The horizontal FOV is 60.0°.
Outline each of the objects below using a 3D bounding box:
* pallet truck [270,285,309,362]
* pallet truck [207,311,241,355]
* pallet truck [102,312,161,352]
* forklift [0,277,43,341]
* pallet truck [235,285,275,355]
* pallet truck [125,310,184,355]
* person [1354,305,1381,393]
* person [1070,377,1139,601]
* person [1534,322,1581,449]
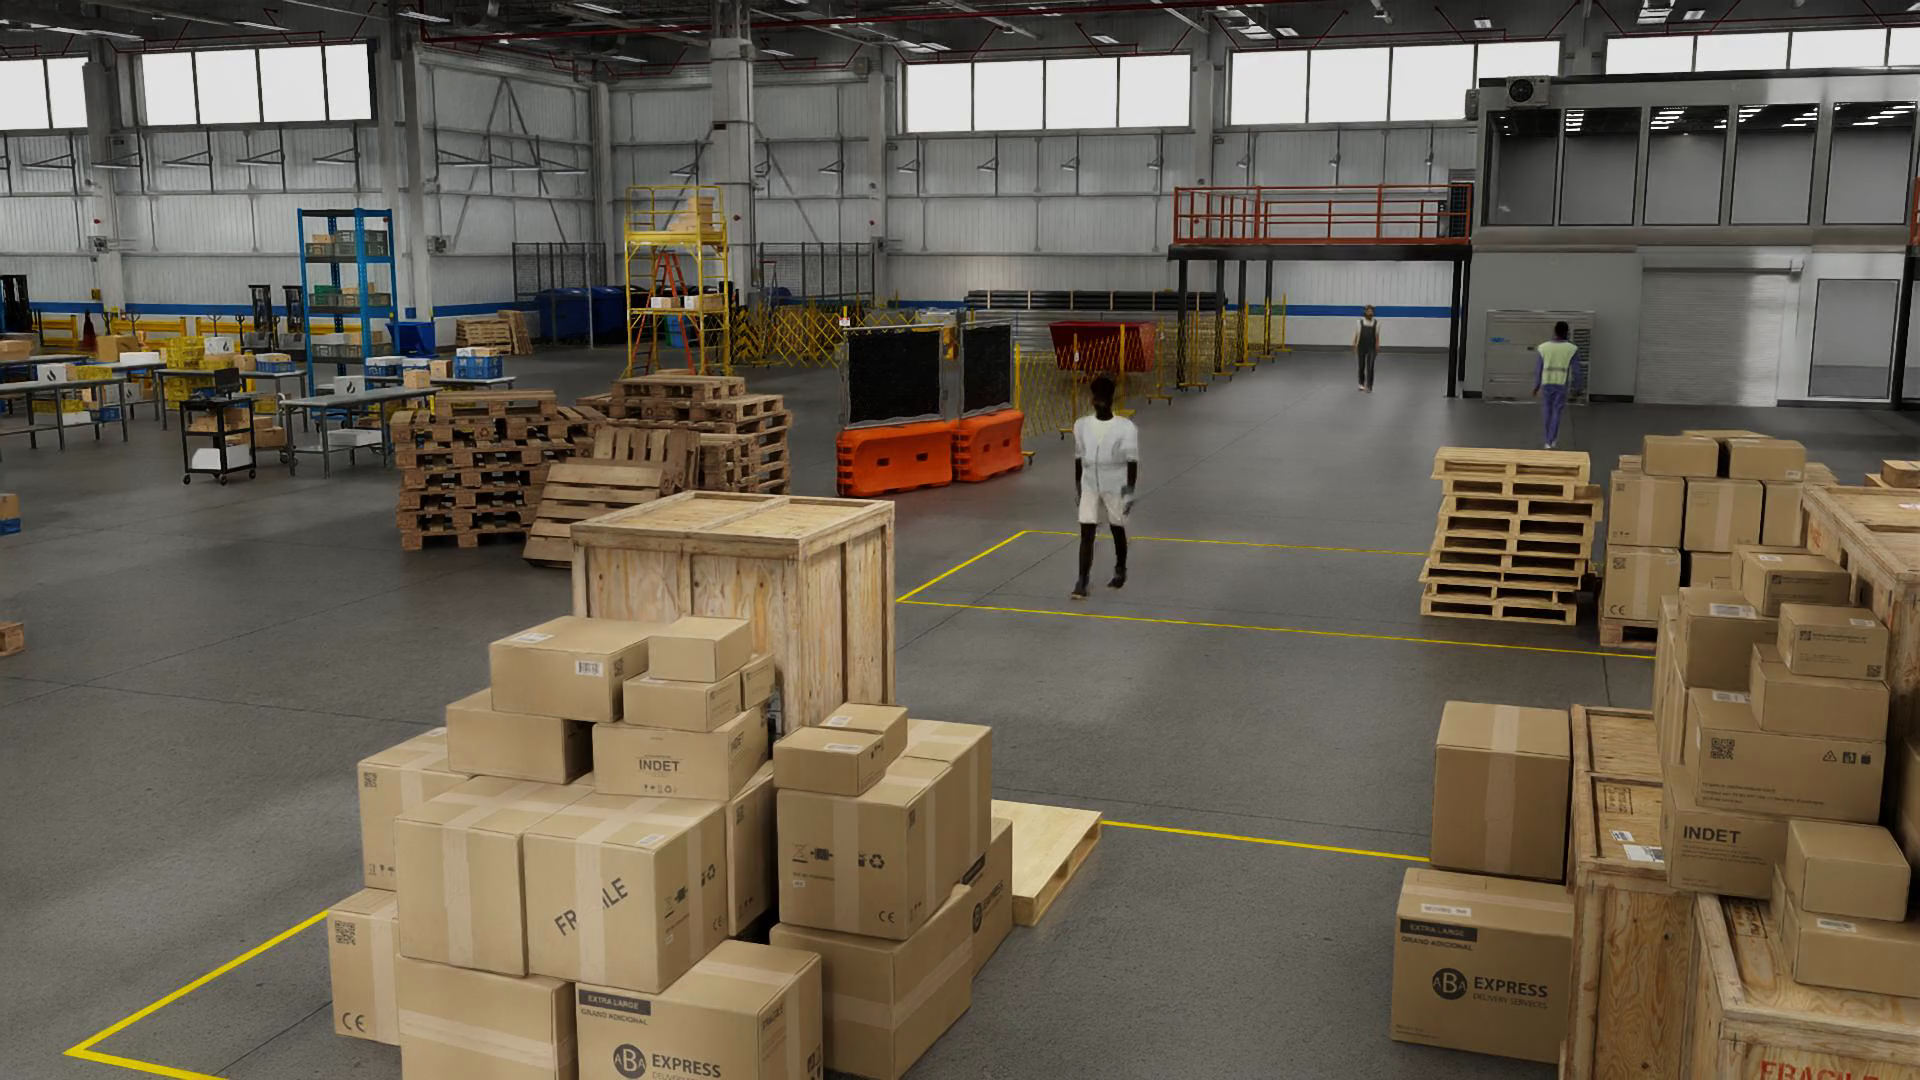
[{"bbox_3d":[-17.147,-5.700,43.663,0.823,1.965,1.885,3,11,17],"label":"pallet truck"},{"bbox_3d":[-19.537,-5.575,44.913,0.653,1.274,1.630,3,11,19],"label":"pallet truck"},{"bbox_3d":[-23.057,-5.777,46.261,0.680,1.201,1.601,3,11,19],"label":"pallet truck"},{"bbox_3d":[-27.151,-6.329,46.328,1.157,1.987,2.680,3,11,17],"label":"forklift"},{"bbox_3d":[-18.327,-5.835,44.421,0.823,1.965,1.885,4,11,23],"label":"pallet truck"},{"bbox_3d":[-22.038,-5.665,45.457,0.704,1.261,1.522,3,11,17],"label":"pallet truck"},{"bbox_3d":[8.431,-3.961,34.463,0.506,1.811,0.968,2,10,12],"label":"person"},{"bbox_3d":[1.244,-0.451,14.345,0.622,1.913,0.998,5,11,25],"label":"person"},{"bbox_3d":[9.022,-2.329,25.032,0.624,1.866,0.984,7,12,34],"label":"person"}]
